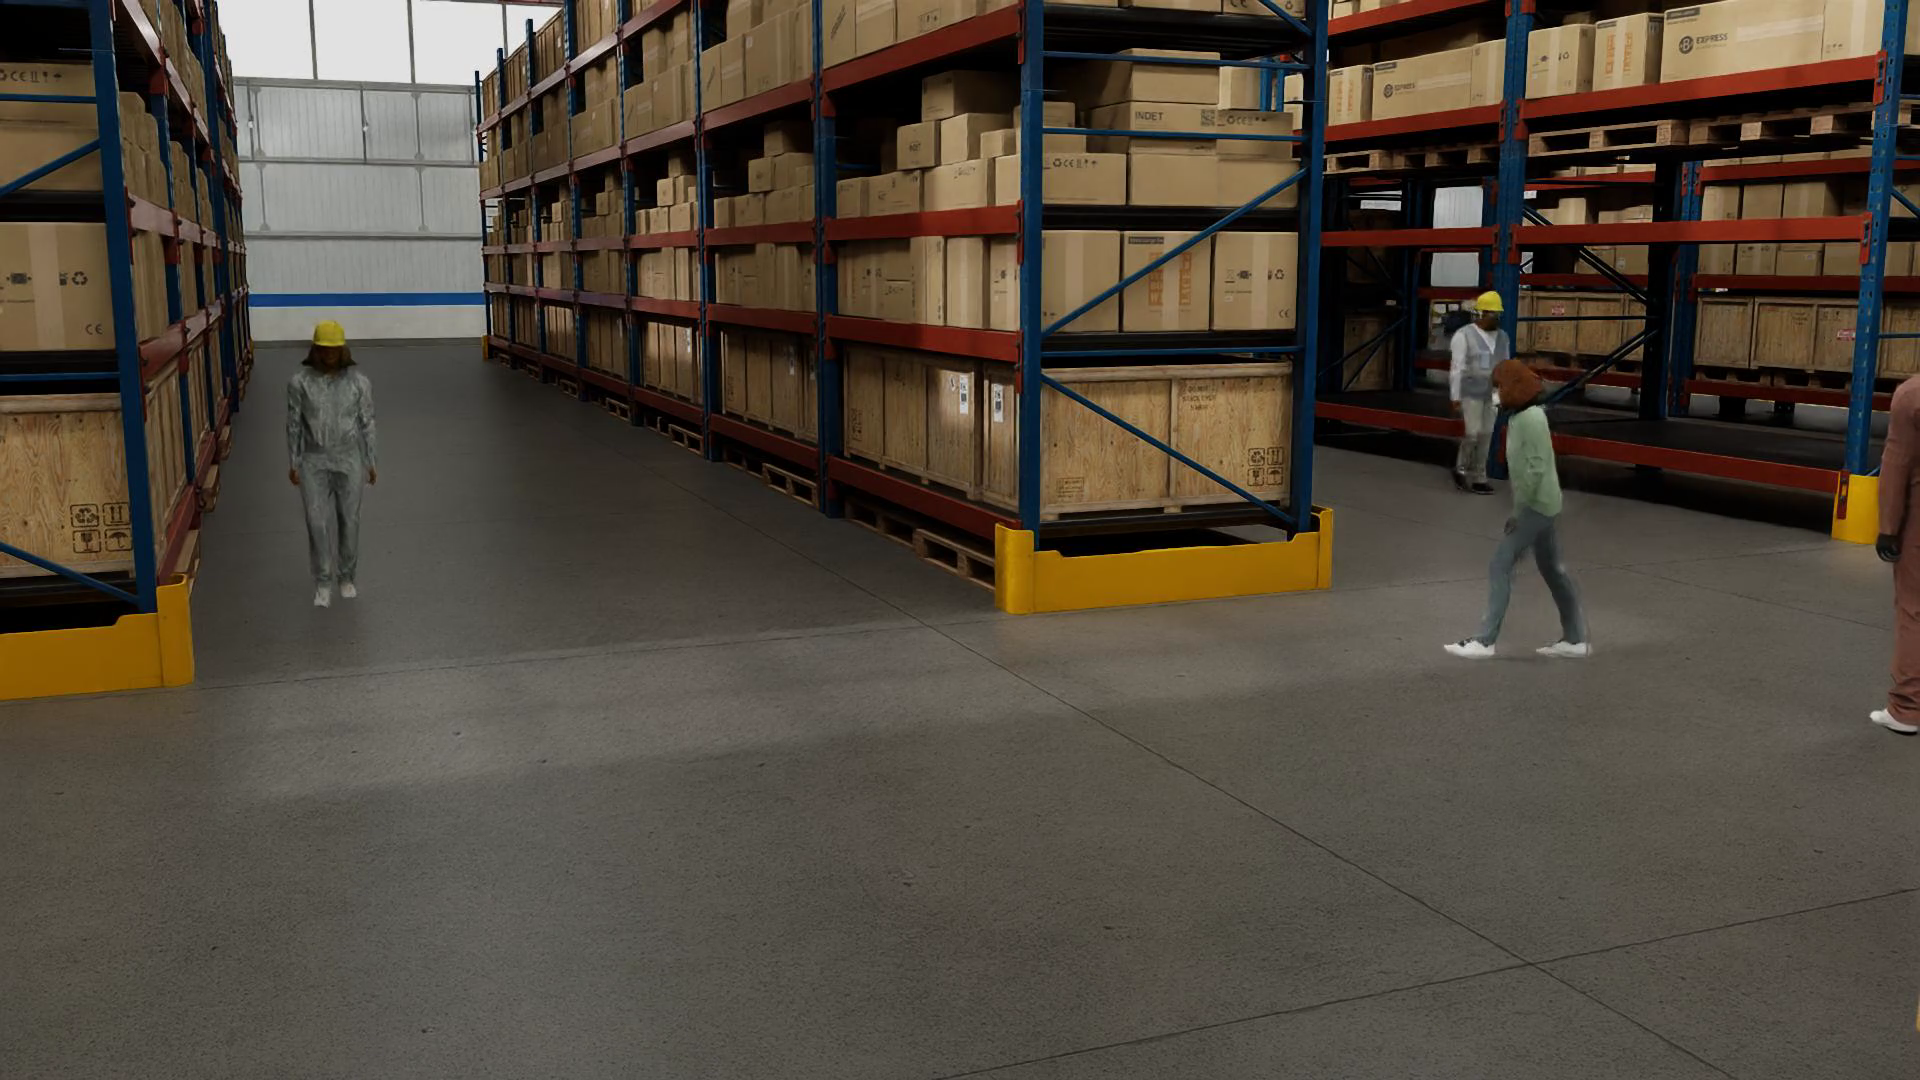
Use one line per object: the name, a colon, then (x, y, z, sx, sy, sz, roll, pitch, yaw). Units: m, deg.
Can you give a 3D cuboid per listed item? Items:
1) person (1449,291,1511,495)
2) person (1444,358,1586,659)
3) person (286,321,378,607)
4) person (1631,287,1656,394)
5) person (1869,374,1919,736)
person: (4.643, -1.297, 14.799, 0.622, 1.819, 0.421, -4, 10, -22)
person: (2.893, -0.140, 8.586, 0.832, 1.571, 0.514, 2, 10, 10)
person: (-3.785, -0.453, 10.052, 0.521, 1.715, 0.773, -4, 10, -23)
person: (10.861, -3.175, 26.225, 0.525, 1.765, 0.329, -2, 10, -13)
person: (4.342, -0.080, 7.296, 0.646, 1.898, 0.398, 1, 10, 5)
